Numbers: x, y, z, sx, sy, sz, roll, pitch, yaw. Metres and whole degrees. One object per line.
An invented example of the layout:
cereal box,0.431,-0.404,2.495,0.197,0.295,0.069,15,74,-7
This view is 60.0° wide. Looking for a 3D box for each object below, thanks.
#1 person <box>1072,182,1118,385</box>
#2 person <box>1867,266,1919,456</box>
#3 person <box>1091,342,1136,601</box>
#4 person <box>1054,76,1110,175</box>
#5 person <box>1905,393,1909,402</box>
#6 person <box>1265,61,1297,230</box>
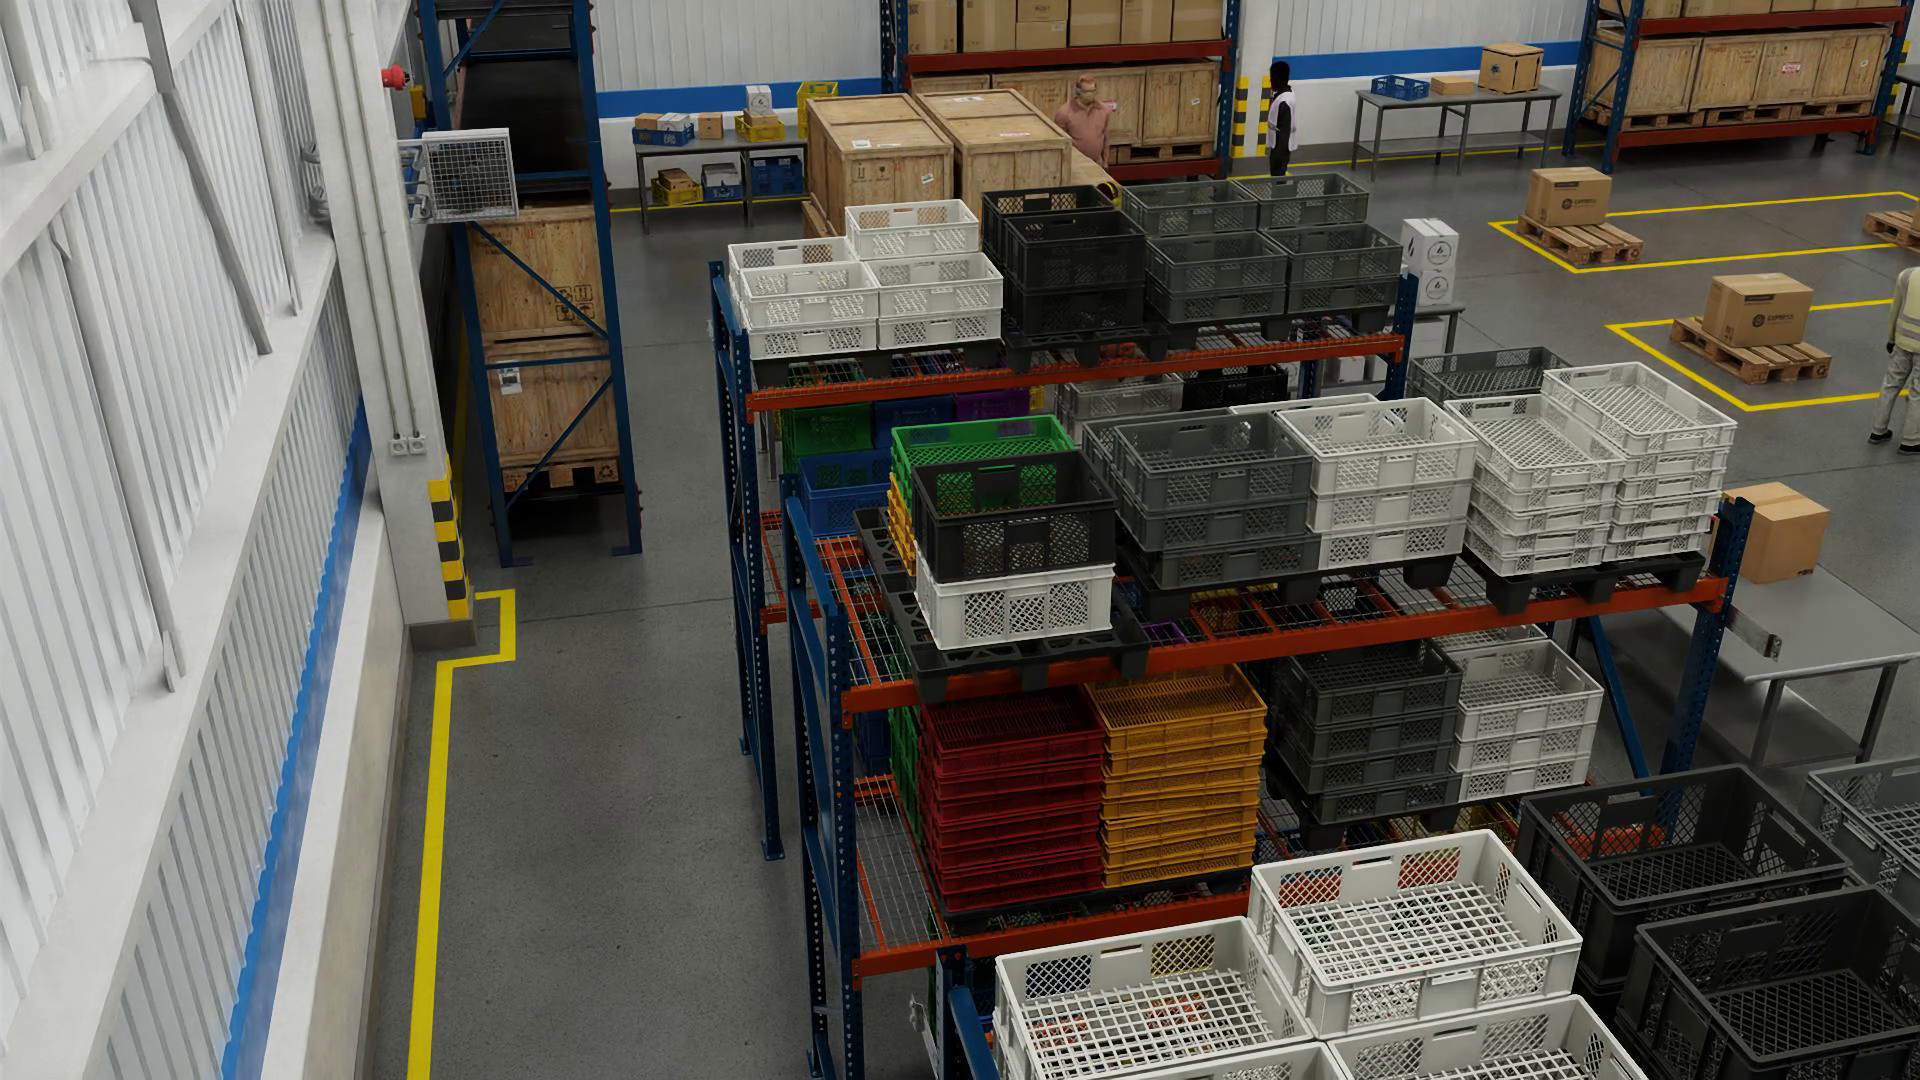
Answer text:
person,1.253,-2.216,14.524,0.526,1.865,0.315,17,32,29
person,7.731,-1.579,13.361,0.403,1.822,0.588,-14,31,-24
person,1.024,-0.473,11.196,0.345,1.882,0.584,0,28,0
person,1.325,-4.041,17.945,0.650,1.906,0.409,-10,29,-19
person,8.497,-1.923,14.157,0.529,1.690,0.319,13,31,24
person,3.568,-4.366,18.555,0.384,1.910,0.595,4,28,7
